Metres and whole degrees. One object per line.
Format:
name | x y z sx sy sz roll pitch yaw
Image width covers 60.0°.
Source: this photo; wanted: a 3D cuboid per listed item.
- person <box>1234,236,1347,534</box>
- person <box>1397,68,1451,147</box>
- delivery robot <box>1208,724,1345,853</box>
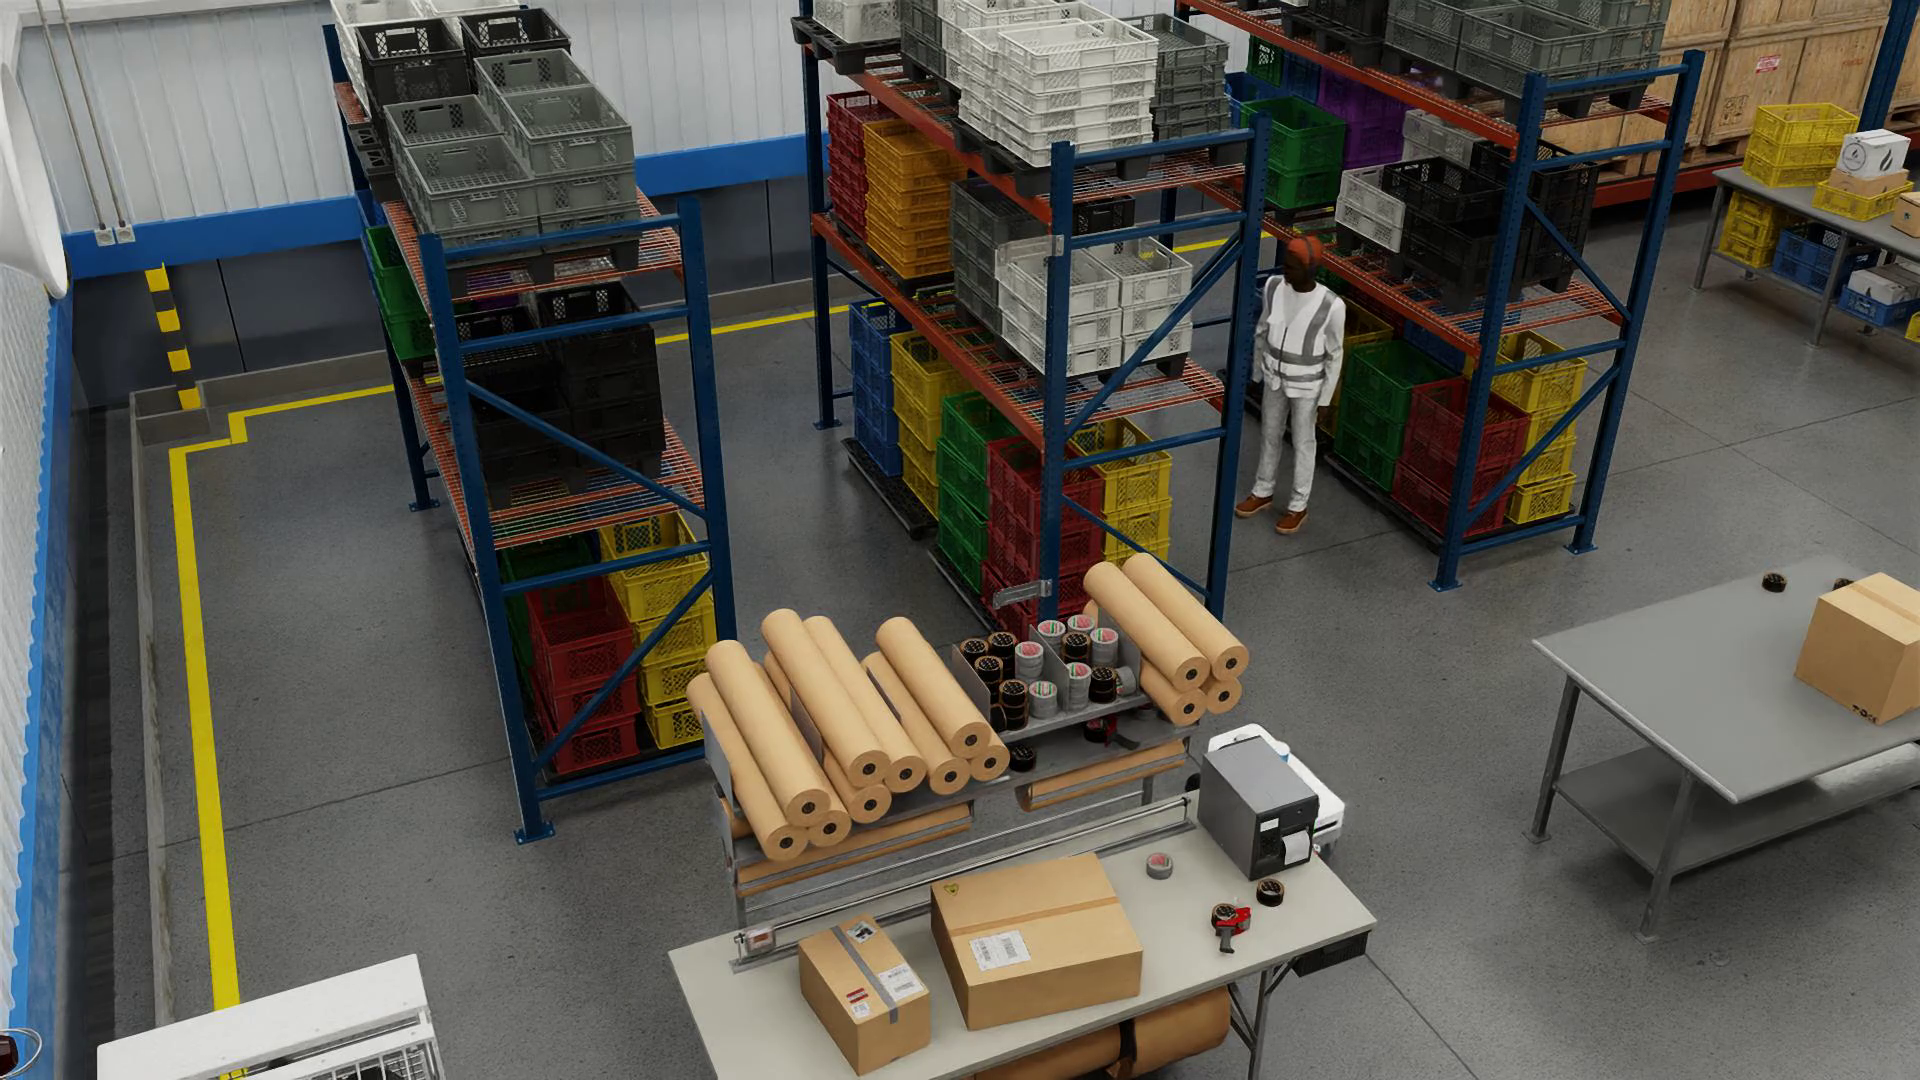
person | 1.981 -0.927 9.923 0.354 1.883 0.576 -26 40 -36
person | 3.722 -3.345 13.843 0.675 1.894 0.632 -7 32 -11
delivery robot | 1.456 1.155 7.713 0.477 0.478 0.707 -15 35 -23
